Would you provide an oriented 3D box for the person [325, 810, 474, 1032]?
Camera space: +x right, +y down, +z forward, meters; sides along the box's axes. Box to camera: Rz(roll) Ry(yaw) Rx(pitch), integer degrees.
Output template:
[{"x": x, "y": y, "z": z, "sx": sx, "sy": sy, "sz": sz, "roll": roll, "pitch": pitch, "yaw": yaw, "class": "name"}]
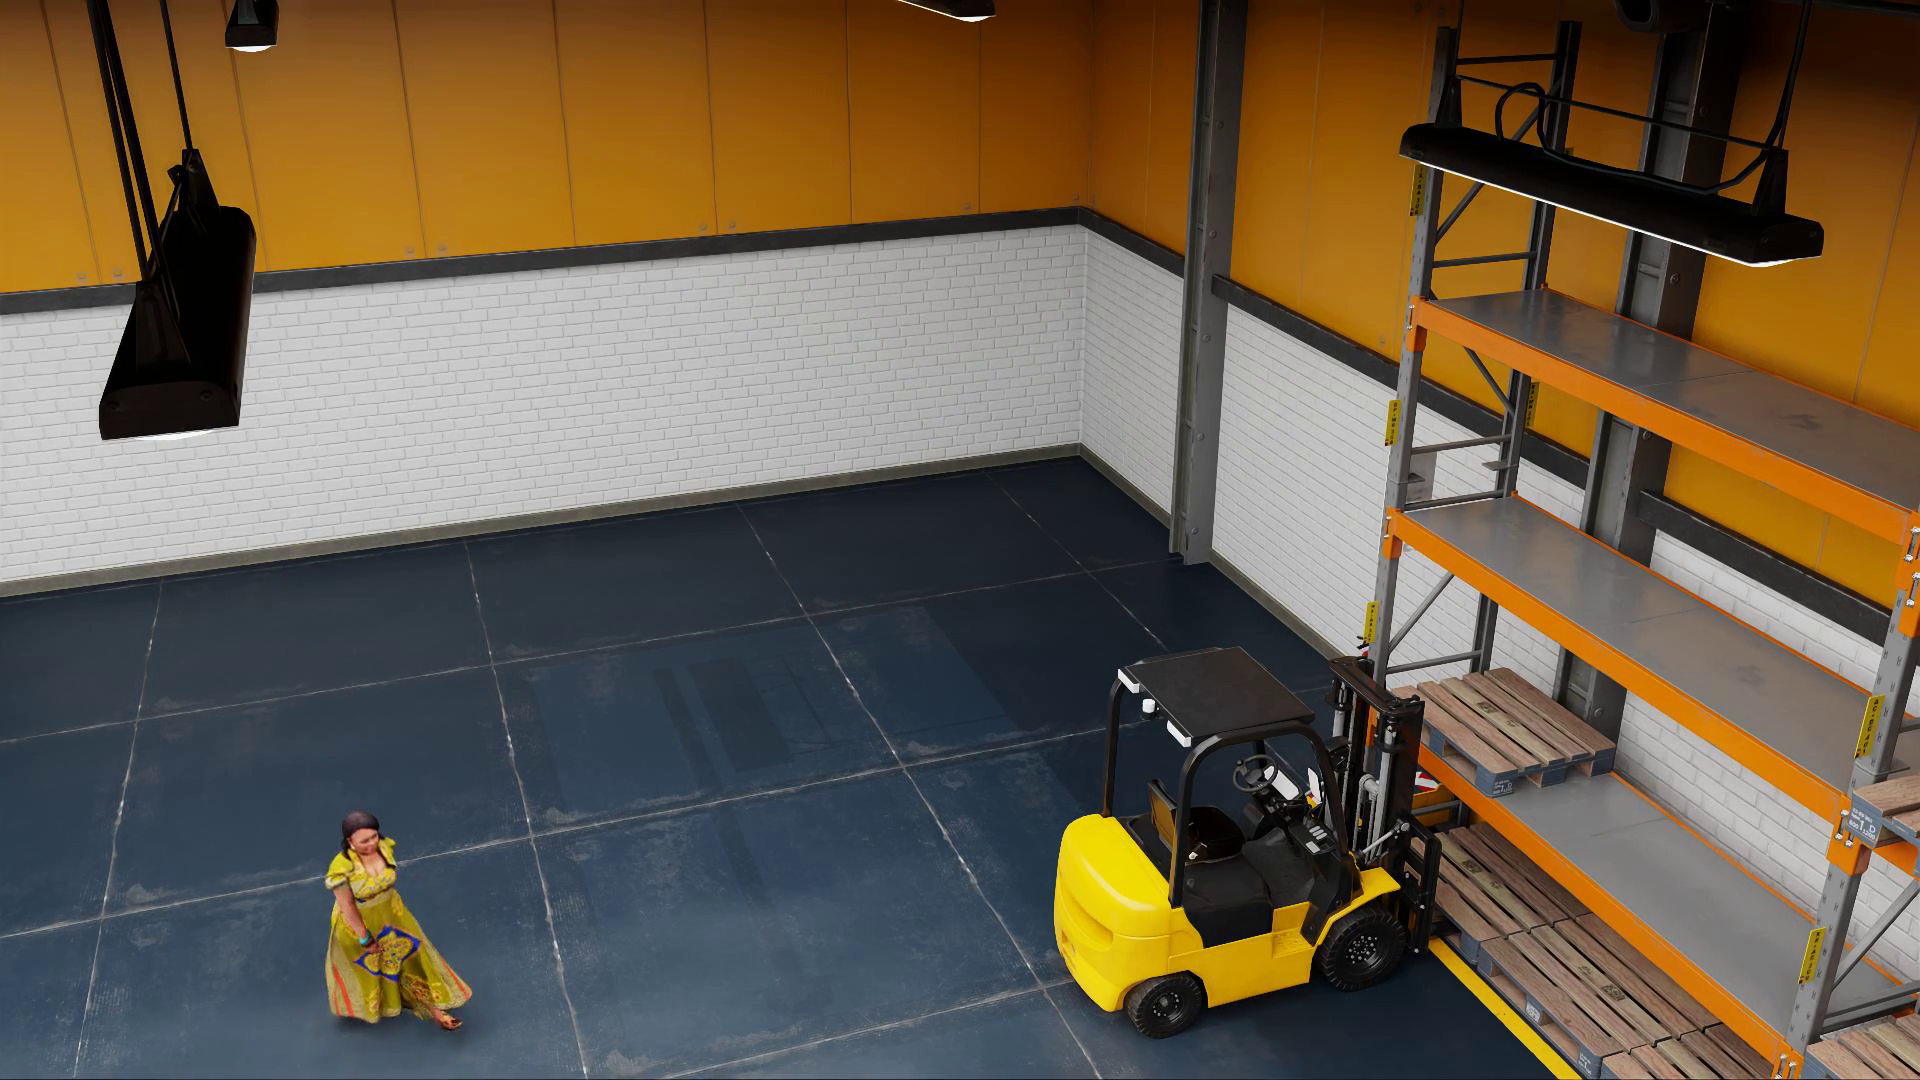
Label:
[{"x": -3.779, "y": 2.396, "z": 10.486, "sx": 1.342, "sy": 1.618, "sz": 1.229, "roll": 13, "pitch": 27, "yaw": 27, "class": "person"}]
